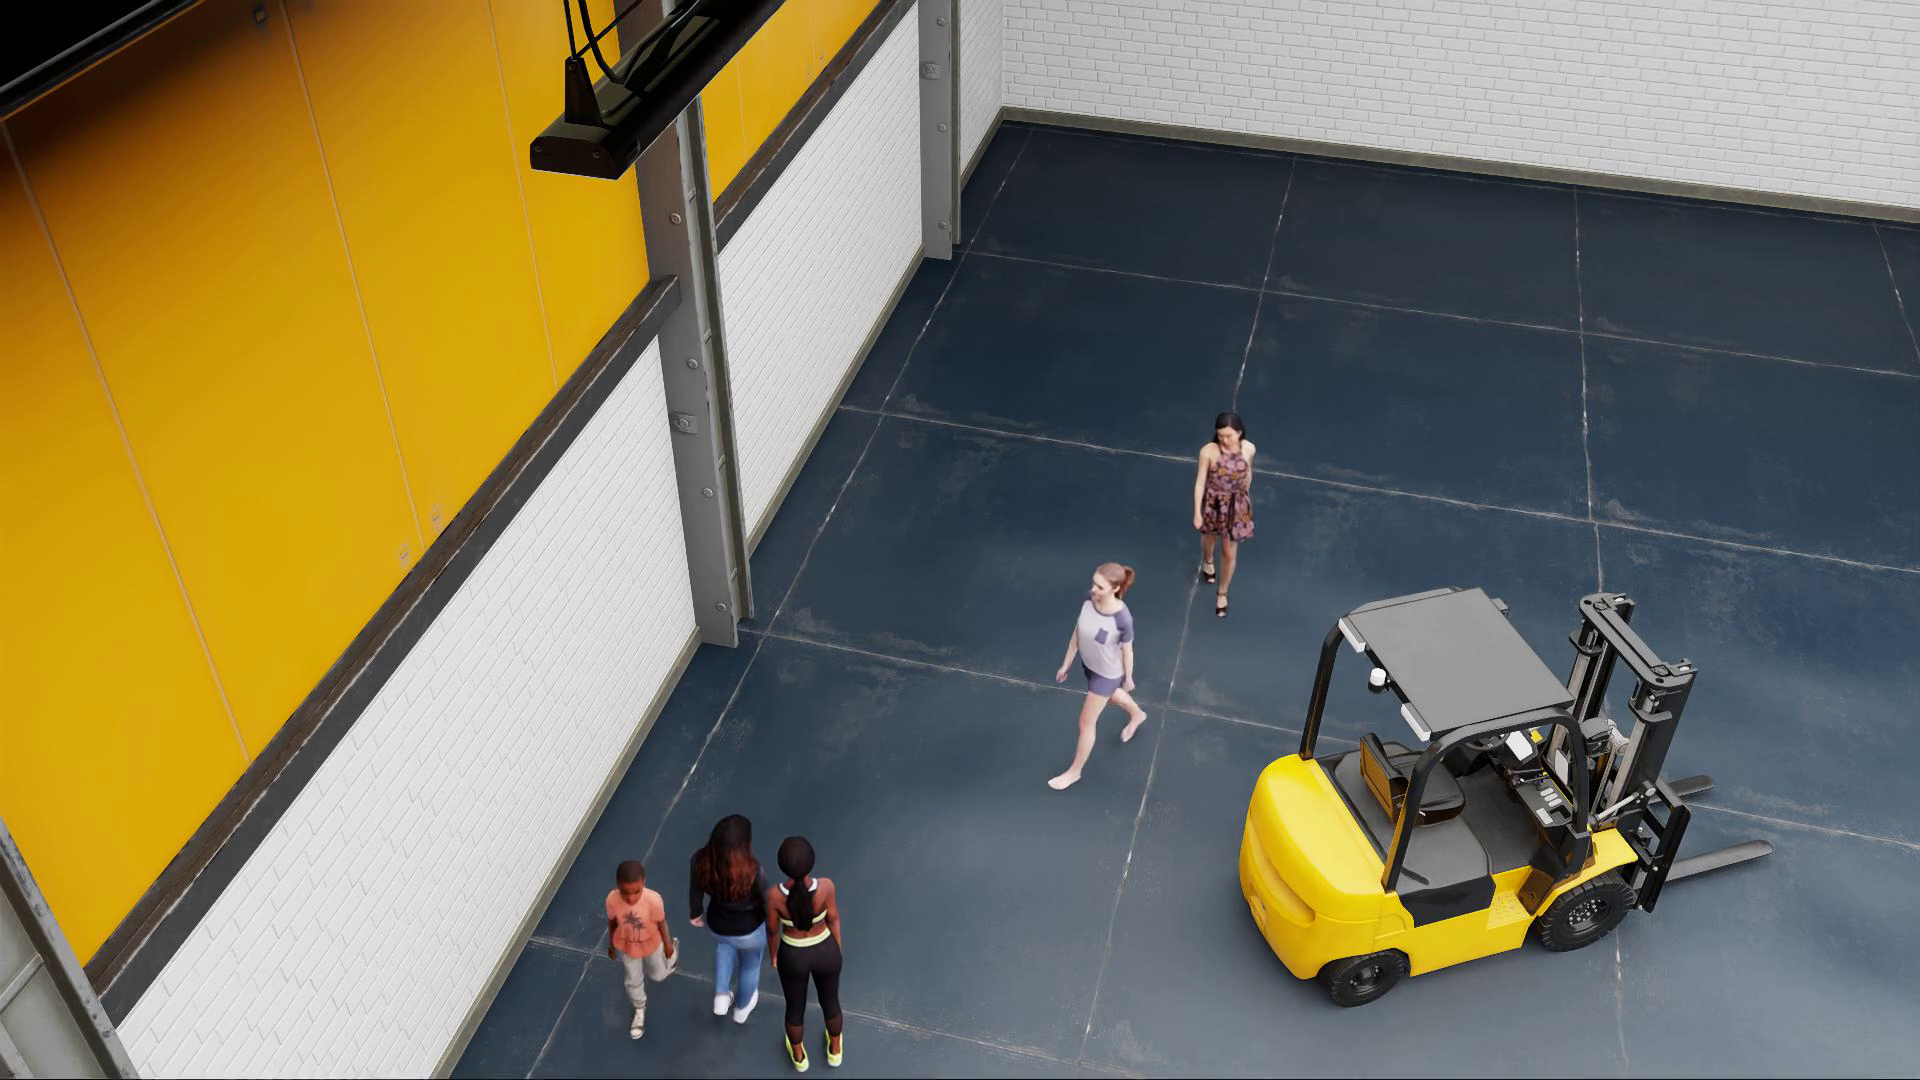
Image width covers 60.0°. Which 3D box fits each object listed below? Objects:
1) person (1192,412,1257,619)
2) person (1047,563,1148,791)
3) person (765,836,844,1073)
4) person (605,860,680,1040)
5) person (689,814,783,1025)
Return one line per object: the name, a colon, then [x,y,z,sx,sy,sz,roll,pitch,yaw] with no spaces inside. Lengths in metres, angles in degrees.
person: [1.914,-0.277,12.181,0.758,1.730,0.940,-5,39,-6]
person: [0.998,0.803,10.831,1.131,1.728,1.052,-22,43,-25]
person: [-0.817,2.258,8.990,0.617,1.752,0.623,-5,39,-6]
person: [-1.788,2.215,9.411,0.576,1.293,0.809,6,39,8]
person: [-1.260,2.170,9.200,0.648,1.627,0.599,9,39,11]
